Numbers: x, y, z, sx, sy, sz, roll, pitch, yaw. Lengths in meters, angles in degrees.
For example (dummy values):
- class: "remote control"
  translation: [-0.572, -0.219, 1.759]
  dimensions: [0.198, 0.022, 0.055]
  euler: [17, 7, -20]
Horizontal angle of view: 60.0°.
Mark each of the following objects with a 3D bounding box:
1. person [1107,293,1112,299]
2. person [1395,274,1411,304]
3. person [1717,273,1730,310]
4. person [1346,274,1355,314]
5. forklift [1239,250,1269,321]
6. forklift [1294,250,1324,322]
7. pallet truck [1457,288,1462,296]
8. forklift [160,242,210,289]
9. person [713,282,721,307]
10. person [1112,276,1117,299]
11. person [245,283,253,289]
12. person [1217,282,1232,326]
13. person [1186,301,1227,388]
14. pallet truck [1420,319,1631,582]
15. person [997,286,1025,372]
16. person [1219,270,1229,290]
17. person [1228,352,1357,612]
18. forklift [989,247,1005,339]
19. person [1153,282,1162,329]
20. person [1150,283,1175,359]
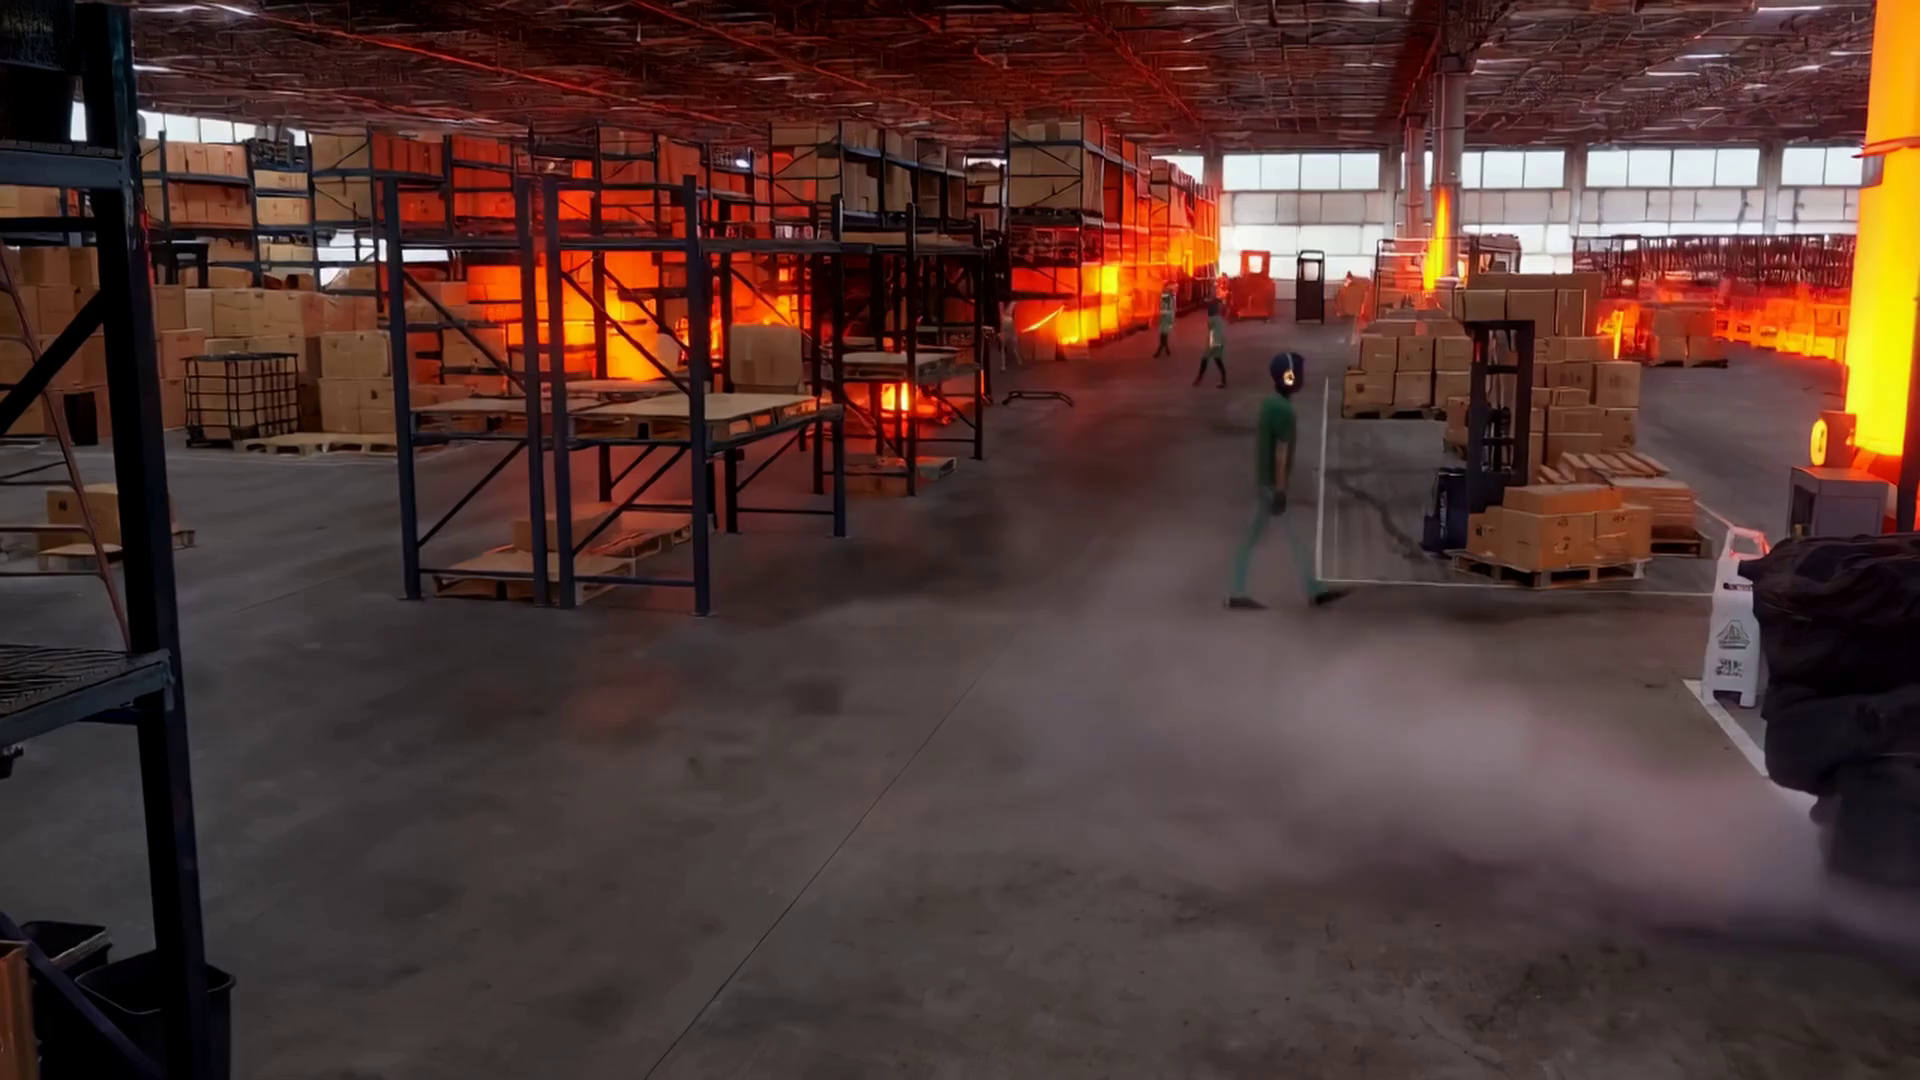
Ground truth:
- class: "person"
  translation: [8.248, -13.892, 91.616]
  dimensions: [0.593, 1.809, 0.443]
  euler: [1, 10, 9]
- class: "person"
  translation: [17.222, -9.349, 64.433]
  dimensions: [0.959, 1.900, 0.654]
  euler: [-7, 12, -34]
- class: "person"
  translation: [33.476, -10.801, 73.142]
  dimensions: [0.952, 1.860, 0.678]
  euler: [2, 10, 14]
- class: "person"
  translation: [17.703, -11.100, 75.090]
  dimensions: [0.591, 1.812, 0.605]
  euler: [3, 10, 18]
- class: "forklift"
  translation: [11.768, -10.152, 66.321]
  dimensions: [1.129, 2.768, 1.873]
  euler: [2, 10, 12]
- class: "forklift"
  translation: [13.778, -10.002, 65.433]
  dimensions: [1.129, 2.768, 1.873]
  euler: [2, 10, 12]
- class: "pallet truck"
  translation: [20.506, -9.785, 68.819]
  dimensions: [0.653, 1.274, 1.630]
  euler: [2, 10, 12]
- class: "forklift"
  translation: [-16.064, -4.809, 34.686]
  dimensions: [1.129, 2.768, 1.873]
  euler: [2, 10, 12]
- class: "person"
  translation: [-5.630, -5.211, 39.812]
  dimensions: [0.708, 1.945, 0.613]
  euler: [7, 12, 34]
- class: "person"
  translation: [7.116, -11.011, 74.816]
  dimensions: [0.523, 1.736, 0.811]
  euler: [5, 11, 26]
- class: "person"
  translation: [-18.793, -5.861, 43.922]
  dimensions: [0.665, 1.871, 0.830]
  euler: [-5, 11, -25]
- class: "person"
  translation: [9.679, -8.683, 61.242]
  dimensions: [0.877, 1.656, 0.539]
  euler: [-9, 13, -43]
- class: "person"
  translation: [4.824, -3.781, 32.185]
  dimensions: [0.847, 1.650, 0.554]
  euler: [6, 11, 33]
- class: "pallet truck"
  translation: [4.543, -0.757, 13.299]
  dimensions: [0.823, 1.965, 1.885]
  euler: [-4, 10, -22]
- class: "person"
  translation: [1.105, -4.657, 36.682]
  dimensions: [0.618, 1.902, 0.595]
  euler: [-9, 13, -44]
- class: "person"
  translation: [14.595, -14.056, 92.390]
  dimensions: [0.670, 1.880, 0.772]
  euler: [-2, 10, -14]
- class: "person"
  translation: [2.316, -0.393, 11.650]
  dimensions: [0.946, 1.822, 0.555]
  euler: [-2, 10, -11]
- class: "forklift"
  translation: [0.862, -7.379, 49.901]
  dimensions: [1.129, 2.768, 1.873]
  euler: [2, 10, 12]
- class: "person"
  translation: [7.034, -8.246, 58.560]
  dimensions: [0.404, 1.671, 0.624]
  euler: [9, 13, 42]
- class: "person"
  translation: [5.033, -5.458, 41.480]
  dimensions: [0.554, 1.875, 1.012]
  euler: [8, 13, 40]
